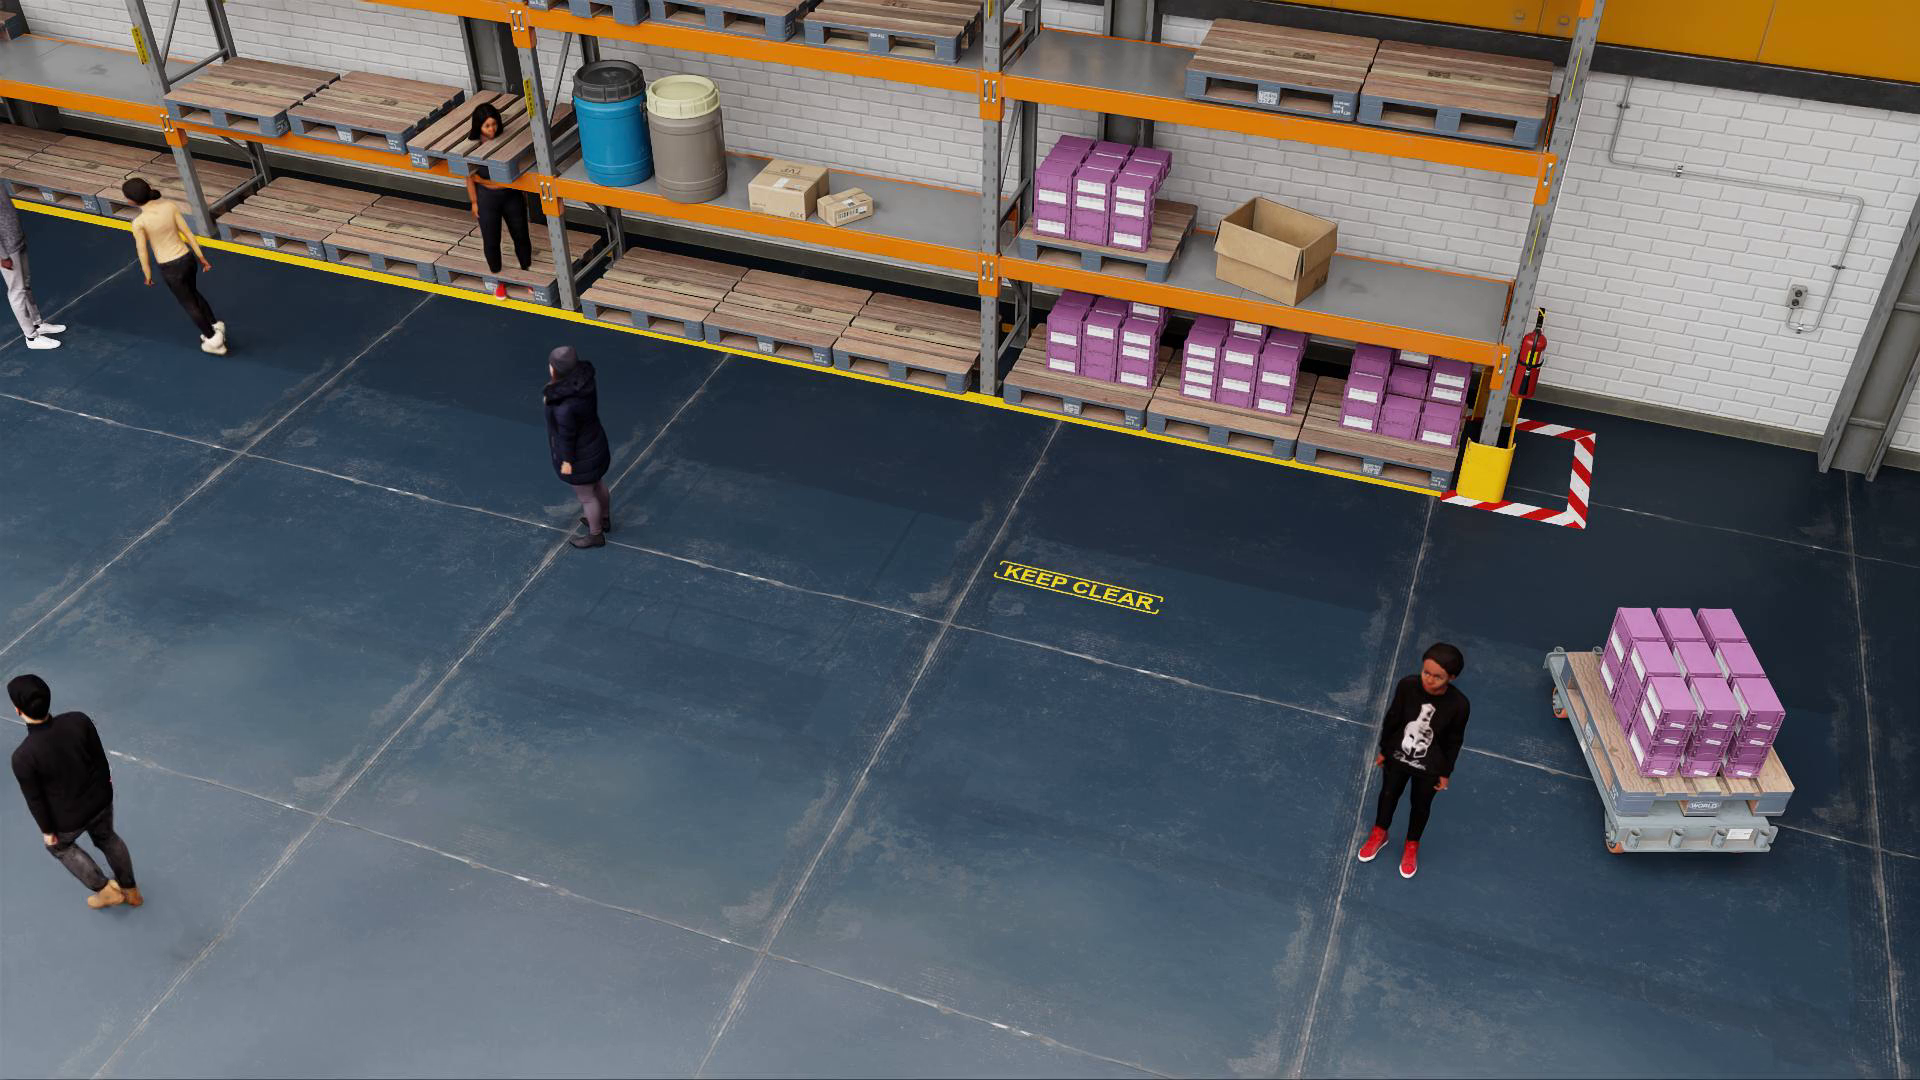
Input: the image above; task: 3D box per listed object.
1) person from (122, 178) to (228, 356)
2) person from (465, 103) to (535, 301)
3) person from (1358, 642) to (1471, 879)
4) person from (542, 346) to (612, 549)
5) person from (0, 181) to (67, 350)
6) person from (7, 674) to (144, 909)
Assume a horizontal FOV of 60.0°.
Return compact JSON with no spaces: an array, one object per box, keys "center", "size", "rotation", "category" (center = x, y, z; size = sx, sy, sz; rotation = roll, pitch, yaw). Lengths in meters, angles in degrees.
[{"center":[-6.499,-2.278,13.932],"size":[0.738,1.625,0.684],"rotation":[30,48,32],"category":"person"},{"center":[-4.079,-3.021,14.711],"size":[0.768,1.814,0.831],"rotation":[-16,41,-19],"category":"person"},{"center":[2.608,1.233,9.497],"size":[0.534,1.674,0.694],"rotation":[20,43,23],"category":"person"},{"center":[-2.707,-0.672,11.882],"size":[0.721,1.675,0.728],"rotation":[4,39,6],"category":"person"},{"center":[-8.055,-2.492,14.029],"size":[0.750,1.839,0.759],"rotation":[-7,39,-9],"category":"person"},{"center":[-4.843,1.462,9.182],"size":[0.623,1.709,0.698],"rotation":[18,42,21],"category":"person"}]
